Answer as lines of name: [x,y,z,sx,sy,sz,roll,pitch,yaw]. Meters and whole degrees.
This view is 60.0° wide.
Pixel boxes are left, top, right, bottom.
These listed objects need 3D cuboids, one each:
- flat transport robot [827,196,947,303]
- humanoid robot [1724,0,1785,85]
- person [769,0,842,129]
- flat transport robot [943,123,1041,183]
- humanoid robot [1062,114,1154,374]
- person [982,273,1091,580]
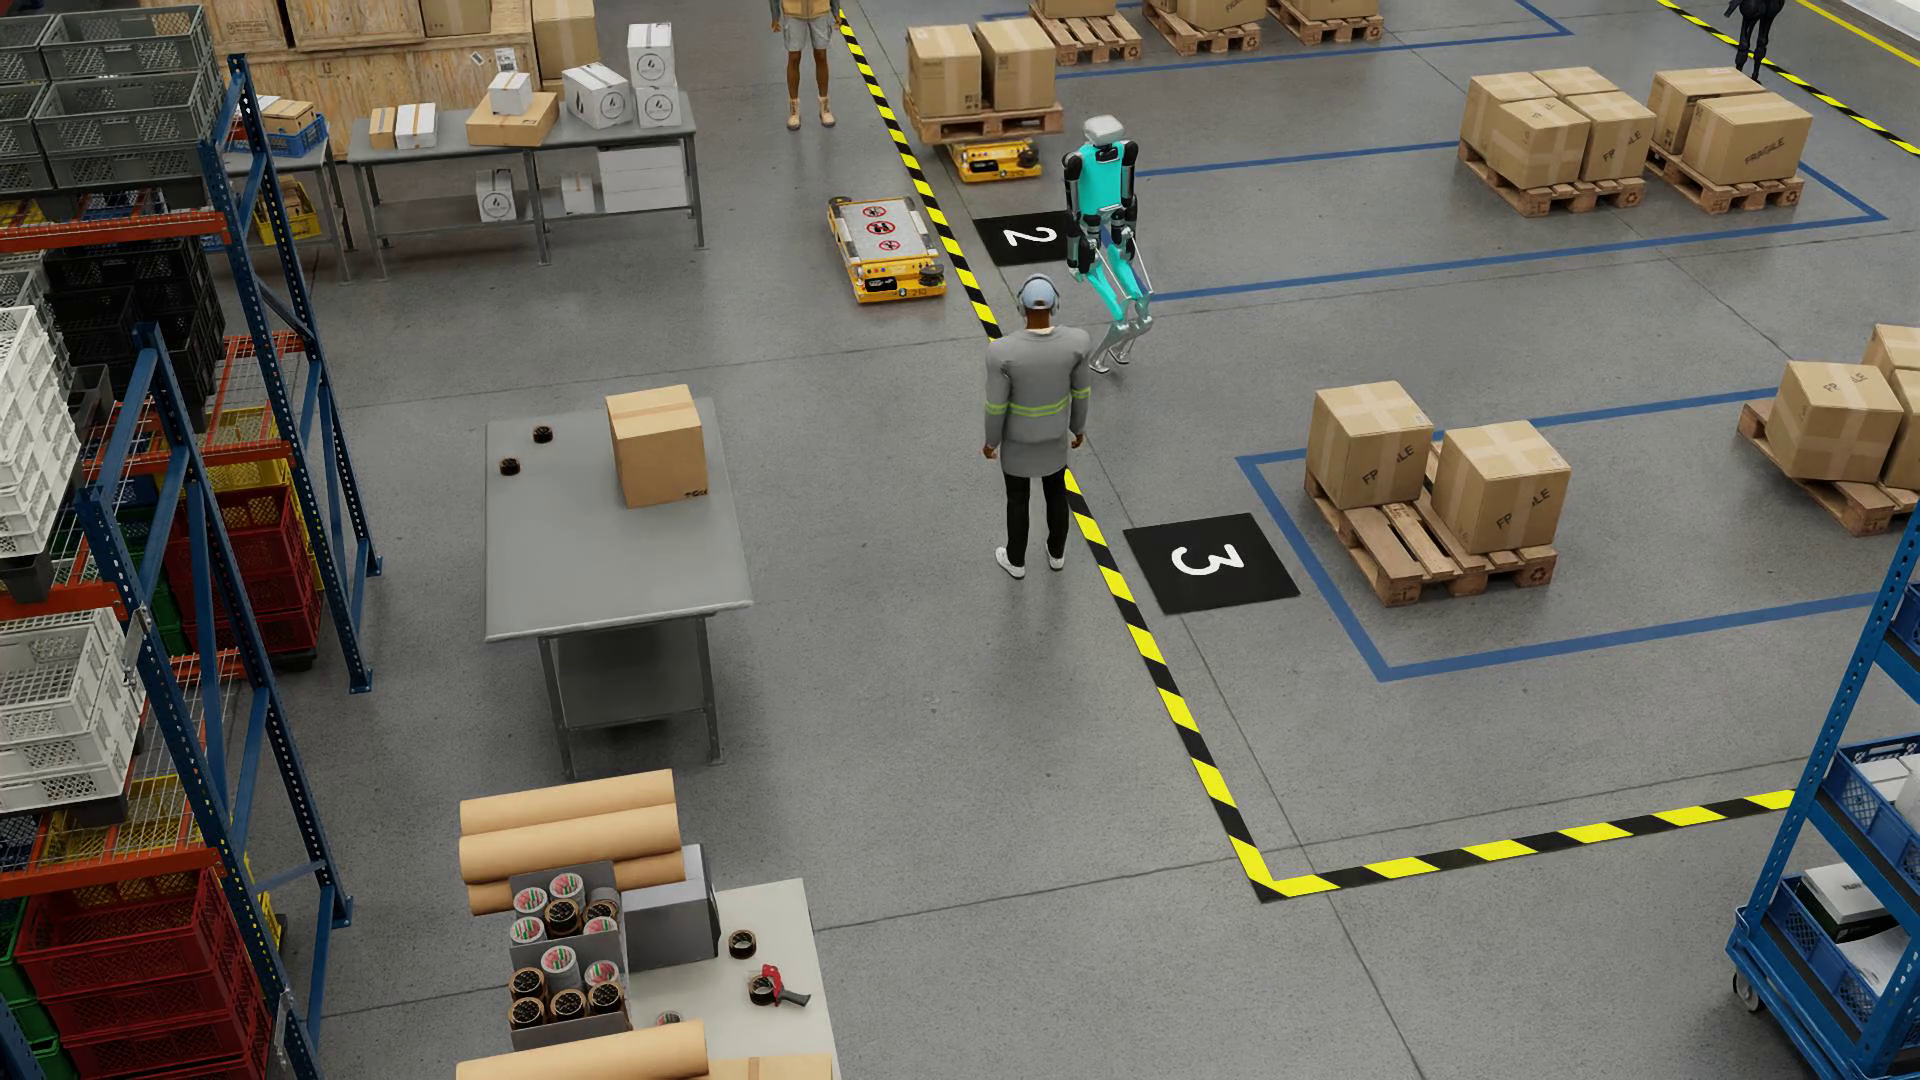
flat transport robot: [-0.570,-2.220,12.538,0.659,0.231,1.431,-8,37,-10]
humanoid robot: [7.197,-4.892,14.938,0.599,1.655,0.315,-15,39,-19]
person: [-1.305,-4.497,14.115,0.615,2.039,0.379,-6,37,-8]
flat transport robot: [0.198,-3.452,14.170,0.652,0.197,1.431,-8,37,-10]
humanoid robot: [1.009,-1.819,10.652,0.533,1.681,0.735,-19,41,-23]
person: [0.401,-0.613,9.052,0.598,1.850,0.385,-10,38,-13]
